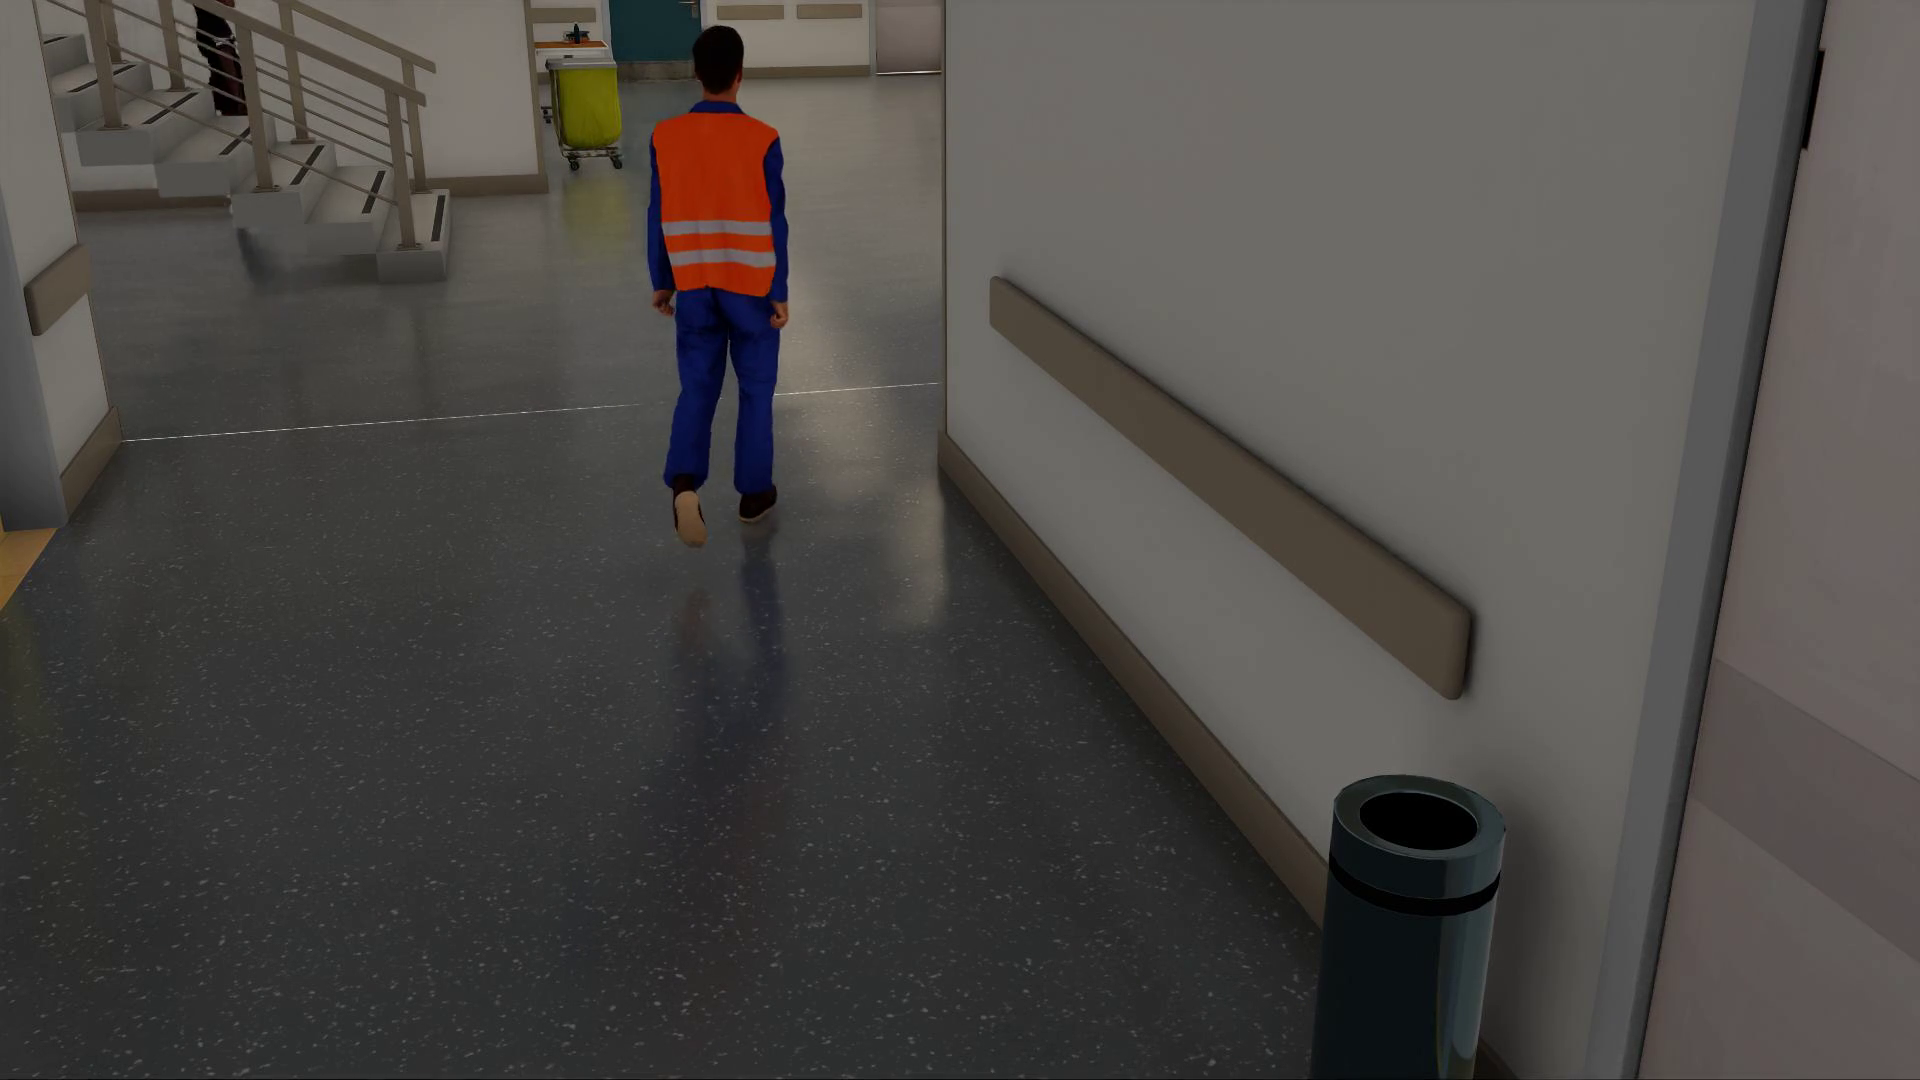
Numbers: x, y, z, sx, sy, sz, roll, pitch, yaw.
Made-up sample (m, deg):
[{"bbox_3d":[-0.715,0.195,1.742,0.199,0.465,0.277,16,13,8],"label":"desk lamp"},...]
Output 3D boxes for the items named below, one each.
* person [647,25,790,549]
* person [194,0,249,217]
[{"bbox_3d":[-0.868,-0.856,5.946,1.163,1.843,1.030,3,21,7],"label":"person"},{"bbox_3d":[-5.624,-3.332,12.660,0.653,1.718,0.644,-7,22,-18],"label":"person"}]
